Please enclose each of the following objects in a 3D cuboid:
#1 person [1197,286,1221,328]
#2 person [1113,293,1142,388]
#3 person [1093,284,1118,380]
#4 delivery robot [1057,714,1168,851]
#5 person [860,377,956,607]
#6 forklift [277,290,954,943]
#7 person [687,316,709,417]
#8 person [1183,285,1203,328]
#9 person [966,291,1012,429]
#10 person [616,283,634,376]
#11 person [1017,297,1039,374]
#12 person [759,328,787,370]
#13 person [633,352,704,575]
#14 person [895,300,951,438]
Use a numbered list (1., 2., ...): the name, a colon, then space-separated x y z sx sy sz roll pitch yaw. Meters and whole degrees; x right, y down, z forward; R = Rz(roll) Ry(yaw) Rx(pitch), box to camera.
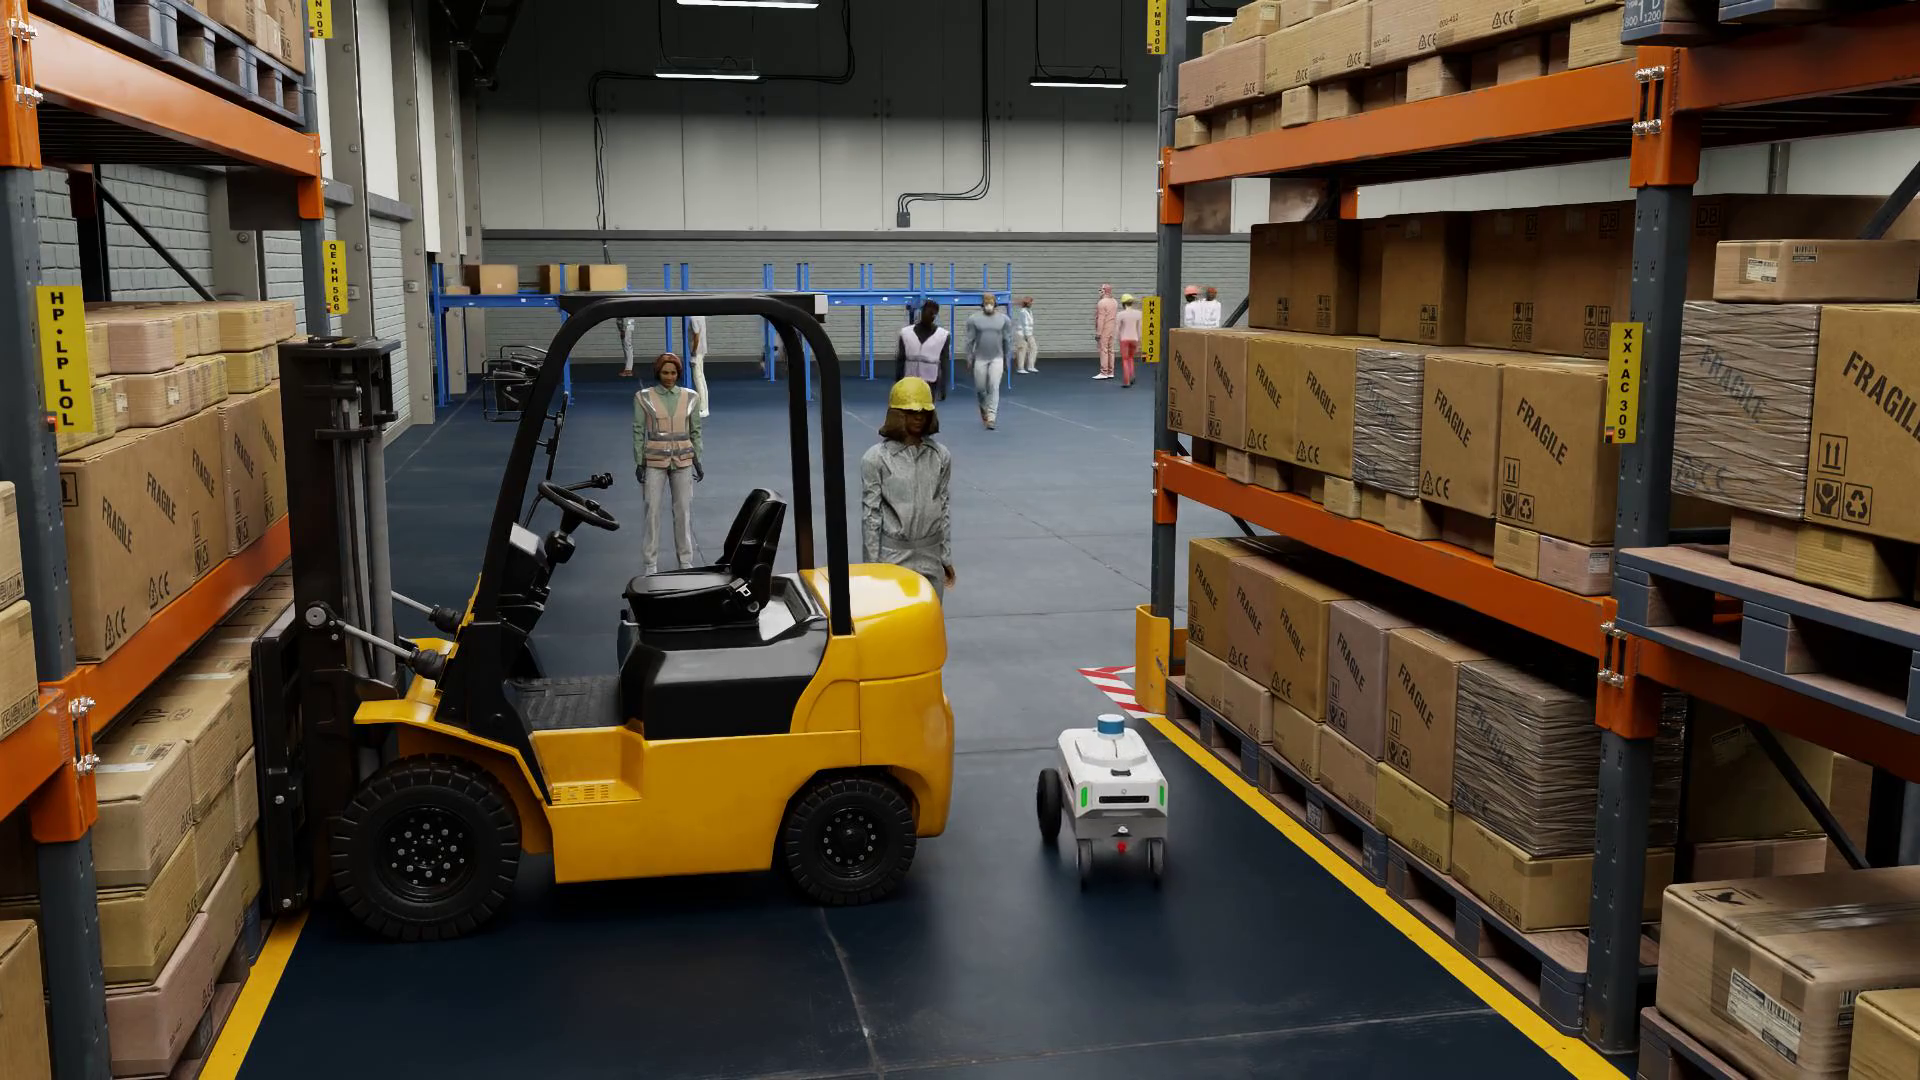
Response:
1. person: 5.176 -4.450 35.285 0.734 1.857 0.350 6 11 33
2. person: 3.125 -3.743 31.213 0.543 1.747 0.520 -4 10 -21
3. person: 2.920 -4.205 33.587 0.409 1.907 0.651 6 11 33
4. delivery robot: 0.574 0.911 6.357 0.477 0.478 0.707 0 9 -3
5. person: -0.246 0.103 7.874 0.501 1.750 0.378 -6 11 -34
6. forklift: -1.179 0.175 6.143 2.313 2.155 1.214 -2 10 -12
7. person: -3.975 -2.787 25.056 0.315 1.869 0.526 1 9 5
8. person: 4.558 -3.966 32.124 0.654 1.919 0.542 8 12 39
9. person: 0.406 -2.541 23.405 0.641 1.922 0.712 0 9 1
10. person: -6.951 -4.383 34.540 0.381 1.951 0.605 -1 9 -7
11. person: 1.472 -4.324 35.173 0.568 1.619 0.538 4 10 21
12. person: -3.952 -4.476 35.953 0.834 1.666 0.524 1 9 6
13. person: -2.110 -0.537 12.041 0.513 1.640 0.309 -4 10 -24
14. person: -0.422 -1.781 18.905 0.674 1.876 0.371 2 9 11
